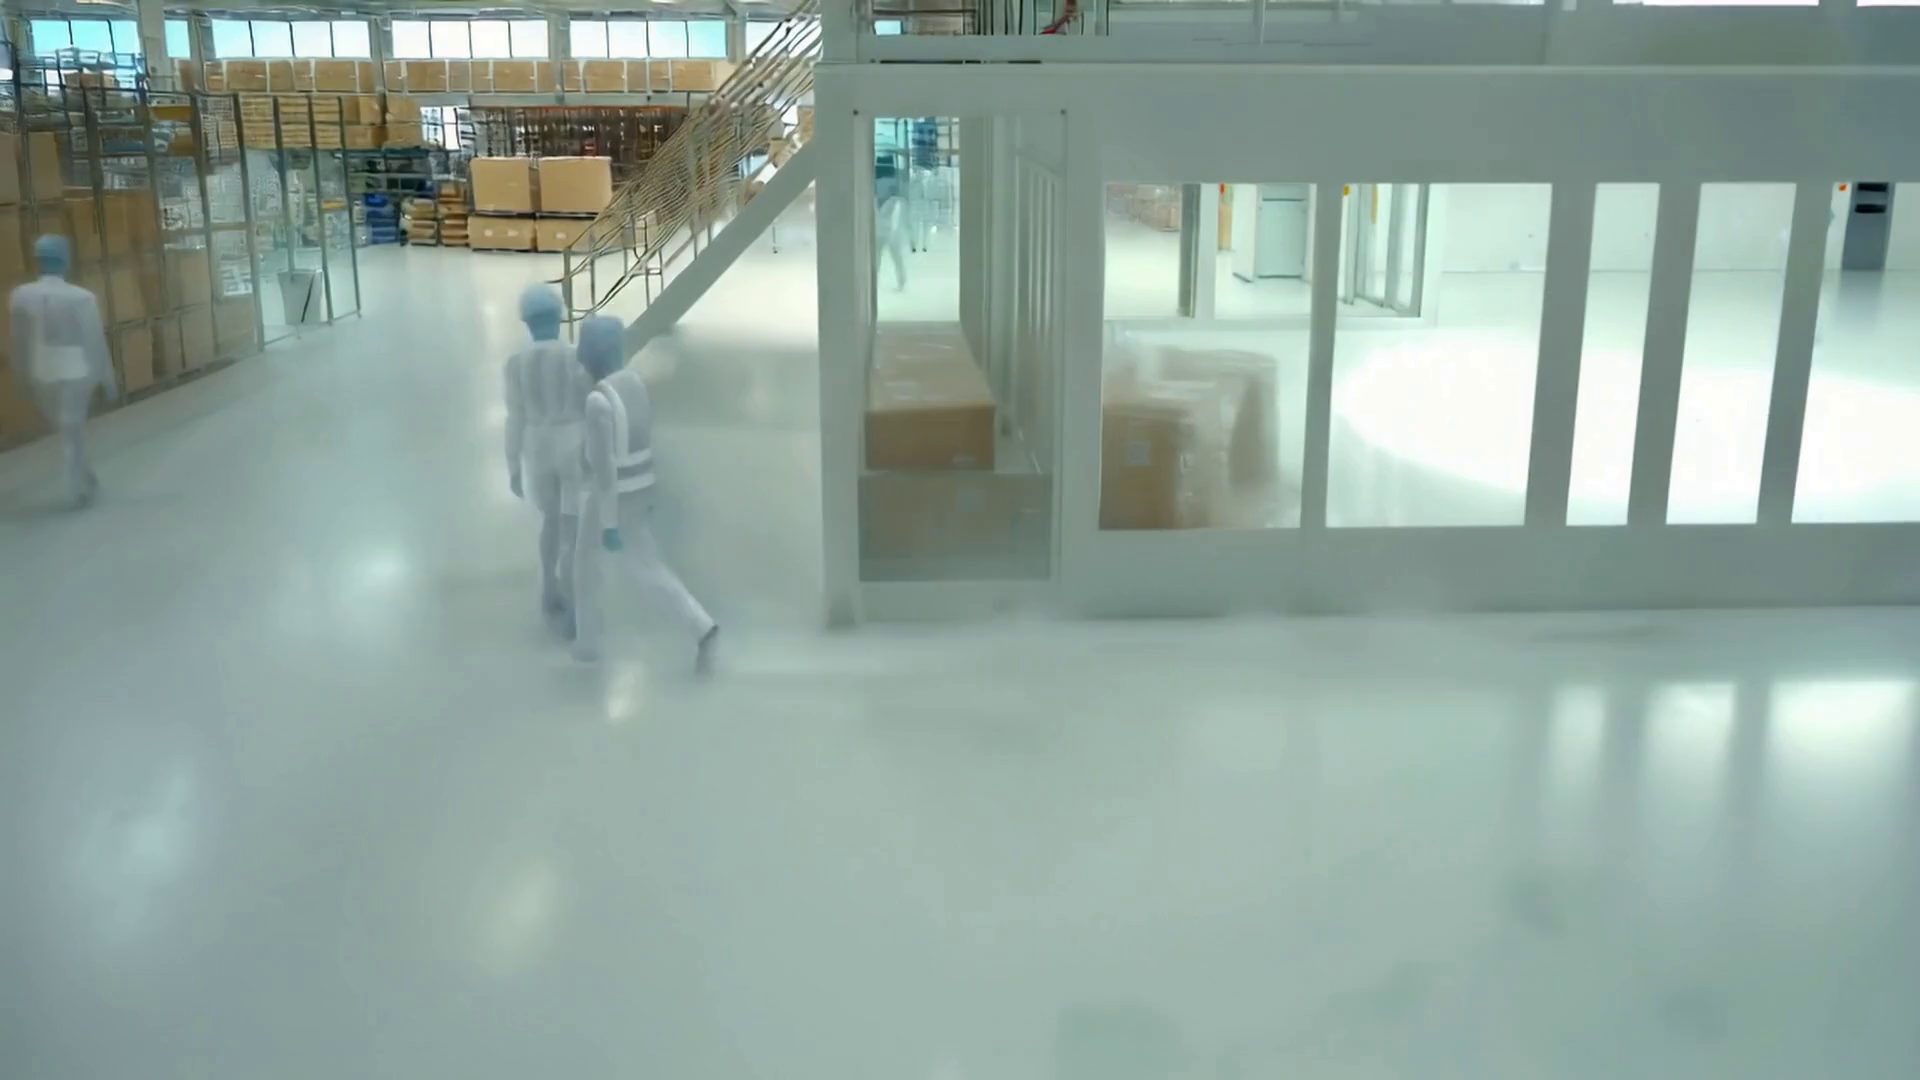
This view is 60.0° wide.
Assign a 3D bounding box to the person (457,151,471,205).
[{"bbox_3d":[-16.846,-12.303,56.631,0.404,1.829,0.600,6,15,23],"label":"person"}]

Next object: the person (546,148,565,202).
[{"bbox_3d":[-14.498,-13.146,59.885,0.673,1.881,0.785,2,14,8],"label":"person"}]

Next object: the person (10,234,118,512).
[{"bbox_3d":[-6.462,-1.239,12.147,0.657,1.953,0.973,1,14,4],"label":"person"}]

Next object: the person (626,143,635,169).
[{"bbox_3d":[-16.817,-19.389,85.075,0.960,1.775,0.614,2,14,9],"label":"person"}]

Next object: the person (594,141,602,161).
[{"bbox_3d":[-18.042,-19.077,83.377,0.390,1.991,0.625,10,17,34],"label":"person"}]

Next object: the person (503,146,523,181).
[{"bbox_3d":[-14.699,-11.934,54.764,0.631,2.024,0.558,-1,14,-6],"label":"person"}]

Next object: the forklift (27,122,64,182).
[{"bbox_3d":[-35.376,-14.773,64.377,1.129,2.768,1.873,-1,14,-2],"label":"forklift"}]

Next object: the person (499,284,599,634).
[{"bbox_3d":[-2.219,-0.482,9.291,0.582,1.865,1.032,0,14,2],"label":"person"}]

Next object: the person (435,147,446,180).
[{"bbox_3d":[-22.929,-16.473,73.542,0.918,1.717,0.540,0,14,1],"label":"person"}]

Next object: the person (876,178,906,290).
[{"bbox_3d":[-1.250,-5.071,27.665,0.629,1.862,0.994,11,18,37],"label":"person"}]

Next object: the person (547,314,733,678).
[{"bbox_3d":[-1.619,-0.195,8.215,0.886,1.854,0.581,4,14,14],"label":"person"}]
